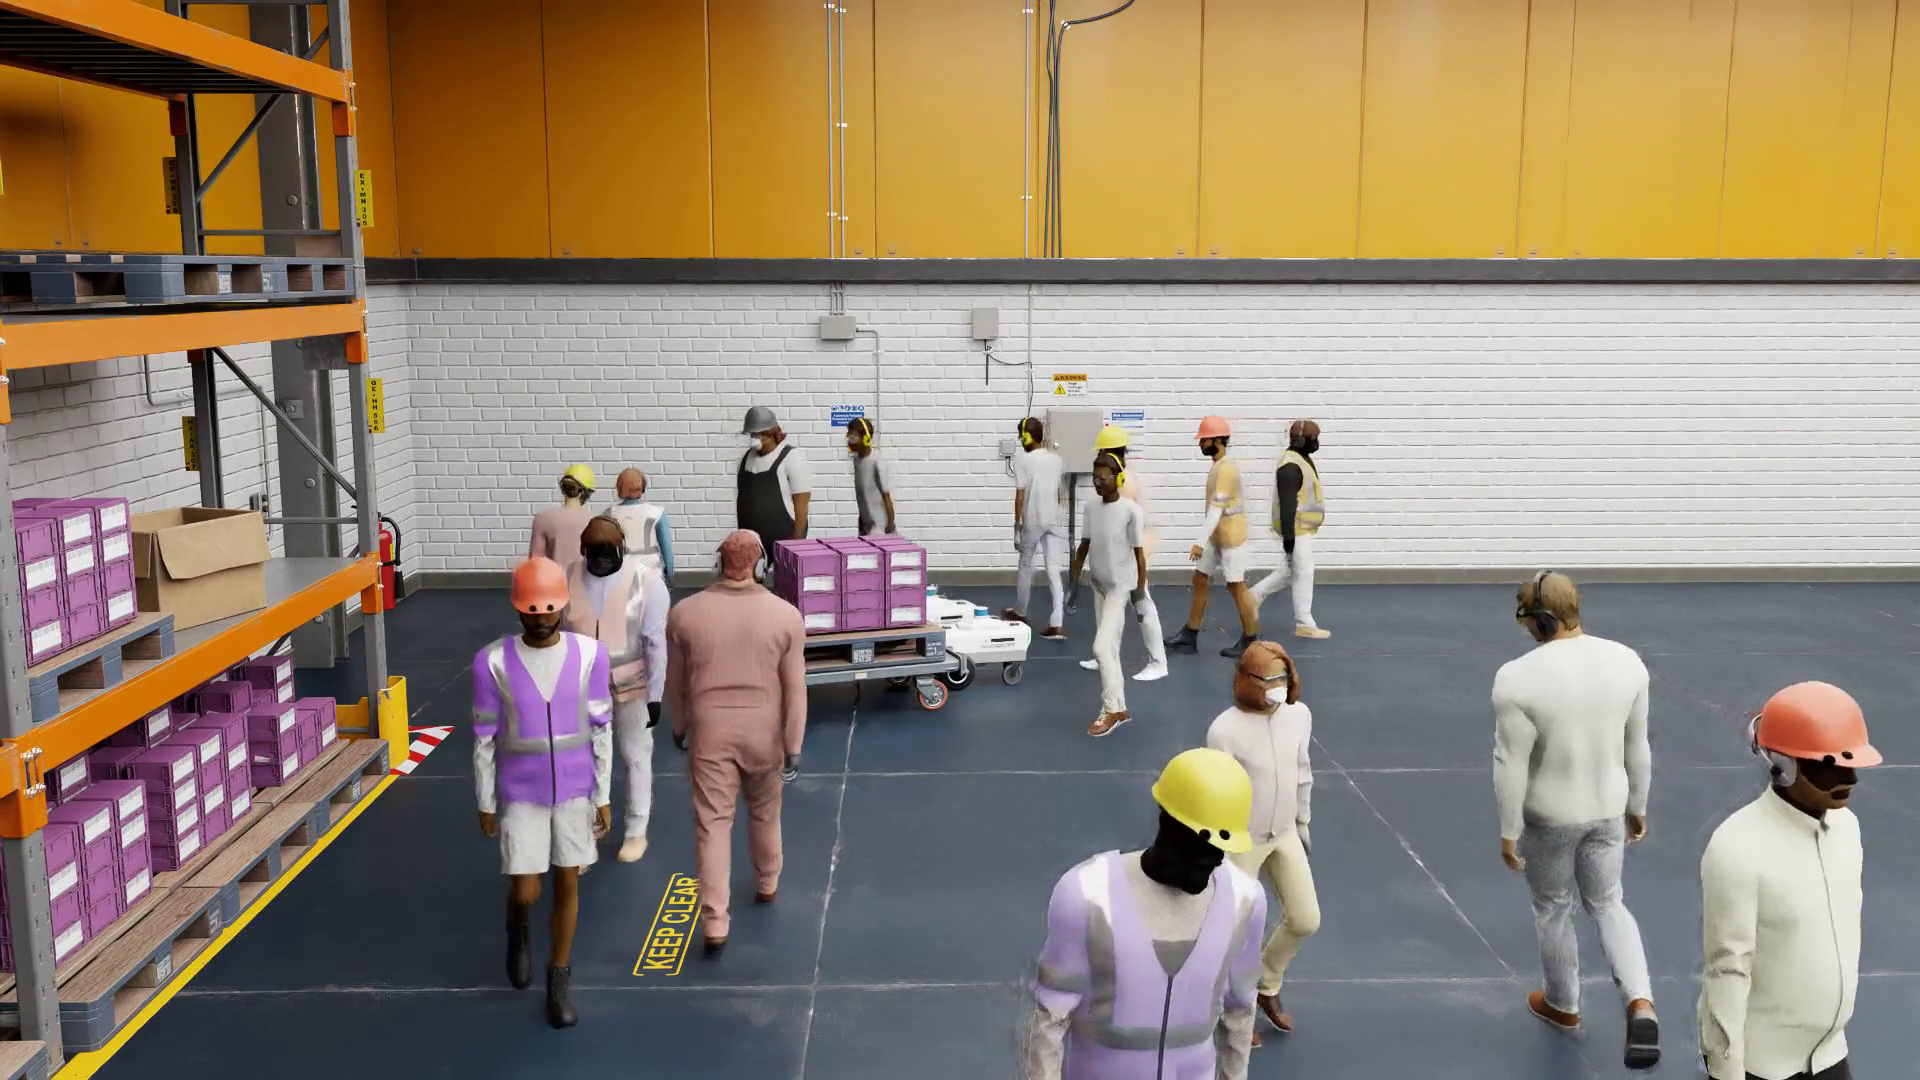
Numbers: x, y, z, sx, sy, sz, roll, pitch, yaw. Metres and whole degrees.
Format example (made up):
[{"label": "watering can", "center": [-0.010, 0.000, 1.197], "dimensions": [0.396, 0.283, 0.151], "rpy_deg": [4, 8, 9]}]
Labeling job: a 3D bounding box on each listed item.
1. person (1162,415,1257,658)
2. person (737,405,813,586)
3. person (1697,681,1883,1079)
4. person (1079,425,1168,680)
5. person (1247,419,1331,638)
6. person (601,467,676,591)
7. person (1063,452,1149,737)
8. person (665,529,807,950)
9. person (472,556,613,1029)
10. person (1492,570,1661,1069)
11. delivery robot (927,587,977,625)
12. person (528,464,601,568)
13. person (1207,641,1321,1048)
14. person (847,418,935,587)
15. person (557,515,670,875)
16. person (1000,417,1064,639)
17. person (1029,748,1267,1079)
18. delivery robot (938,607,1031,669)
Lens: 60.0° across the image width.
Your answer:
[{"label": "person", "center": [1.948, -0.016, 12.960], "dimensions": [0.884, 1.899, 0.564], "rpy_deg": [0, 9, 0]}, {"label": "person", "center": [-1.497, -0.075, 12.884], "dimensions": [0.738, 2.000, 0.535], "rpy_deg": [6, 11, 33]}, {"label": "person", "center": [2.155, 1.327, 4.475], "dimensions": [0.621, 1.977, 0.534], "rpy_deg": [-5, 10, -28]}, {"label": "person", "center": [1.245, 0.101, 12.340], "dimensions": [0.675, 1.887, 0.605], "rpy_deg": [1, 9, 3]}, {"label": "person", "center": [2.704, -0.099, 13.724], "dimensions": [0.708, 1.822, 0.622], "rpy_deg": [4, 10, 21]}, {"label": "person", "center": [-2.337, 0.283, 11.984], "dimensions": [0.517, 1.614, 0.685], "rpy_deg": [1, 9, 7]}, {"label": "person", "center": [0.913, 0.351, 10.870], "dimensions": [0.637, 1.851, 0.503], "rpy_deg": [-7, 12, -36]}, {"label": "person", "center": [-1.020, 0.882, 7.596], "dimensions": [0.643, 1.861, 0.959], "rpy_deg": [-1, 9, -6]}, {"label": "person", "center": [-1.670, 0.994, 6.708], "dimensions": [0.539, 1.917, 0.533], "rpy_deg": [-4, 10, -23]}, {"label": "person", "center": [2.348, 1.067, 6.326], "dimensions": [0.679, 1.897, 0.774], "rpy_deg": [-1, 9, -8]}, {"label": "delivery robot", "center": [-0.233, 0.609, 12.948], "dimensions": [0.707, 0.478, 0.477], "rpy_deg": [-3, 10, -19]}, {"label": "person", "center": [-2.630, 0.352, 11.277], "dimensions": [0.550, 1.713, 0.775], "rpy_deg": [-1, 9, -3]}, {"label": "person", "center": [1.171, 1.183, 6.465], "dimensions": [0.526, 1.618, 0.384], "rpy_deg": [-5, 10, -27]}, {"label": "person", "center": [-0.630, -0.135, 13.941], "dimensions": [0.892, 1.827, 0.536], "rpy_deg": [-5, 10, -28]}, {"label": "person", "center": [-1.770, 0.780, 8.350], "dimensions": [0.627, 1.809, 0.682], "rpy_deg": [1, 9, 5]}, {"label": "person", "center": [0.612, -0.109, 13.794], "dimensions": [0.511, 1.808, 0.962], "rpy_deg": [-5, 10, -27]}, {"label": "person", "center": [0.448, 1.394, 4.406], "dimensions": [0.638, 1.871, 0.805], "rpy_deg": [-2, 9, -11]}, {"label": "delivery robot", "center": [0.154, 0.732, 12.194], "dimensions": [0.707, 0.478, 0.477], "rpy_deg": [-2, 9, -13]}]
